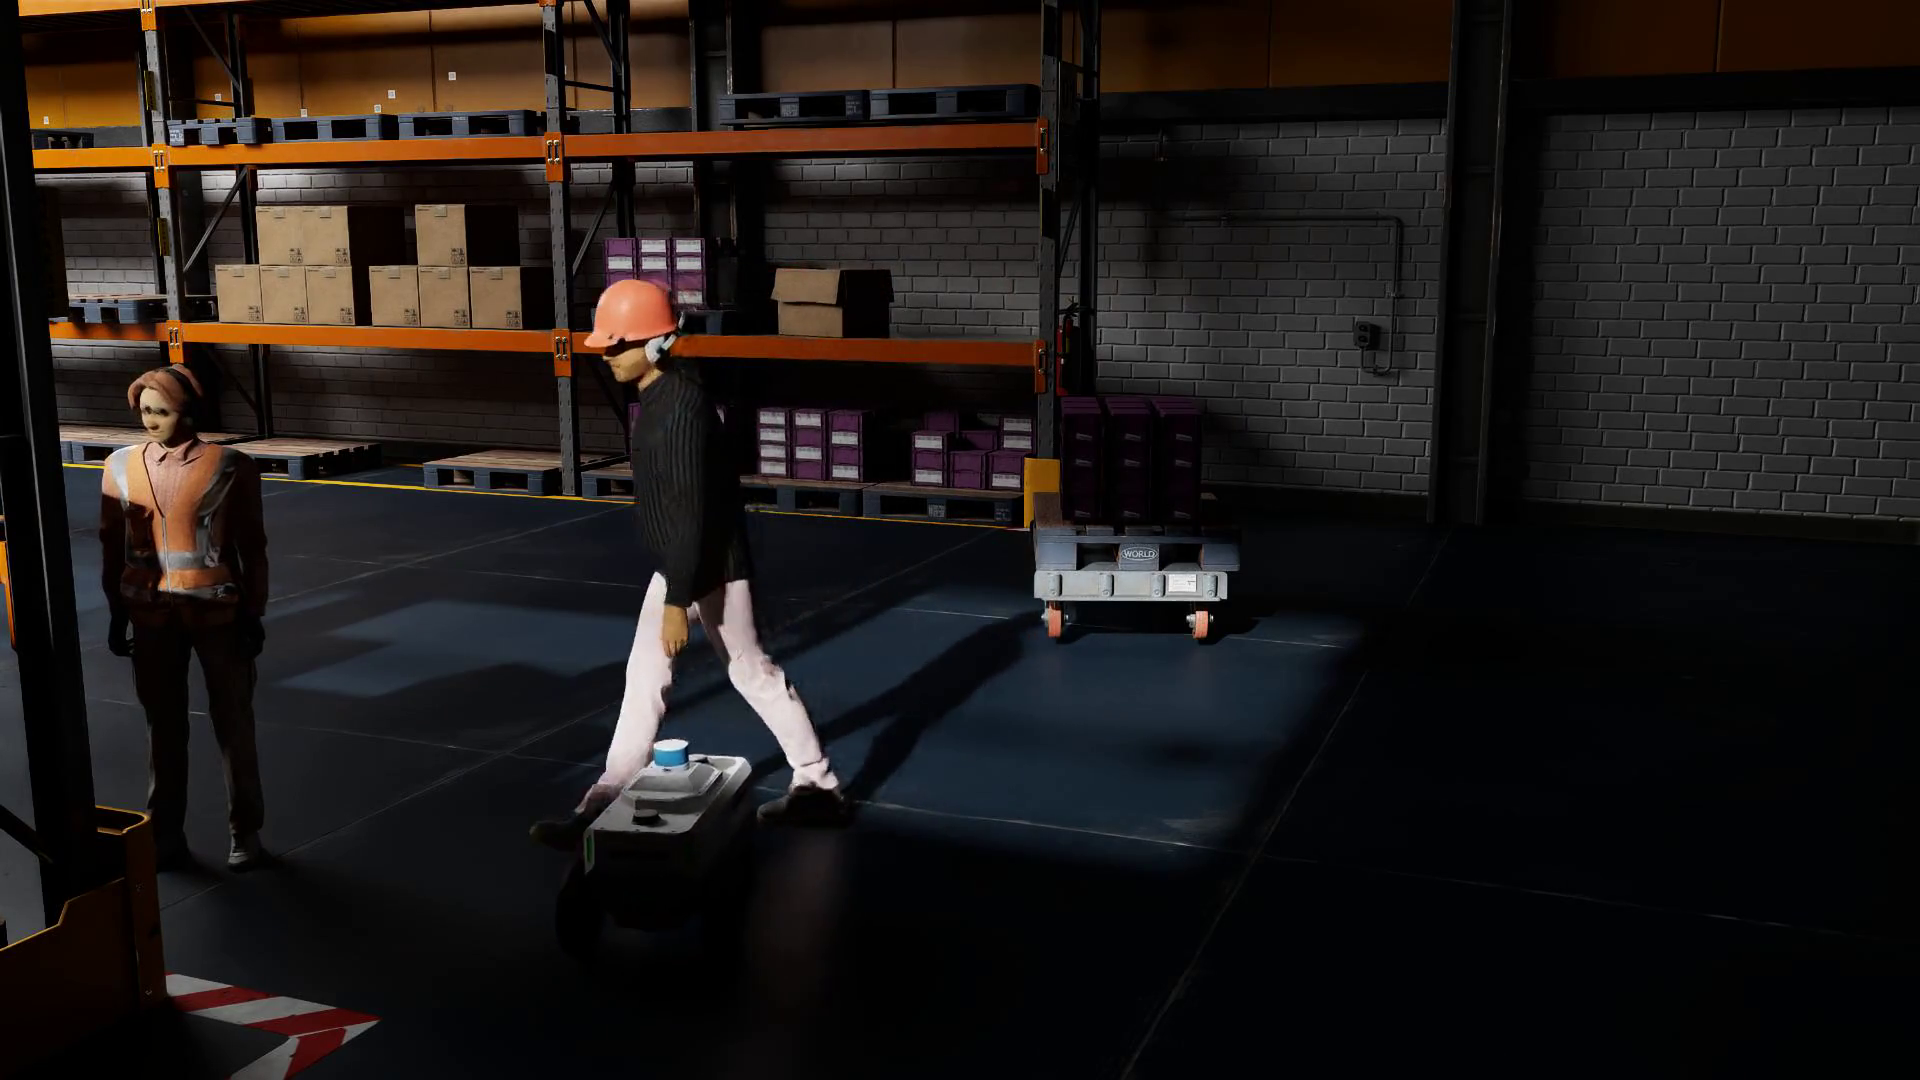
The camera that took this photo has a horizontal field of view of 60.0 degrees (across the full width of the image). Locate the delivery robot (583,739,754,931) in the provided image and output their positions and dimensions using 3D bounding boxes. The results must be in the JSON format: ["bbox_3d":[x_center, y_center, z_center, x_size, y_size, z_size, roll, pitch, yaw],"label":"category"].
[{"bbox_3d":[-0.845,0.832,4.904,0.477,0.478,0.707,1,10,7],"label":"delivery robot"}]

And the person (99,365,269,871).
[{"bbox_3d":[-2.477,0.258,5.342,0.513,1.639,0.311,-1,10,-3],"label":"person"}]

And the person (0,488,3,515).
[{"bbox_3d":[-6.724,-1.001,11.551,0.362,1.928,0.587,1,10,6],"label":"person"}]

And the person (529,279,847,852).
[{"bbox_3d":[-0.868,0.102,5.494,1.113,1.903,0.622,-5,11,-27],"label":"person"}]
